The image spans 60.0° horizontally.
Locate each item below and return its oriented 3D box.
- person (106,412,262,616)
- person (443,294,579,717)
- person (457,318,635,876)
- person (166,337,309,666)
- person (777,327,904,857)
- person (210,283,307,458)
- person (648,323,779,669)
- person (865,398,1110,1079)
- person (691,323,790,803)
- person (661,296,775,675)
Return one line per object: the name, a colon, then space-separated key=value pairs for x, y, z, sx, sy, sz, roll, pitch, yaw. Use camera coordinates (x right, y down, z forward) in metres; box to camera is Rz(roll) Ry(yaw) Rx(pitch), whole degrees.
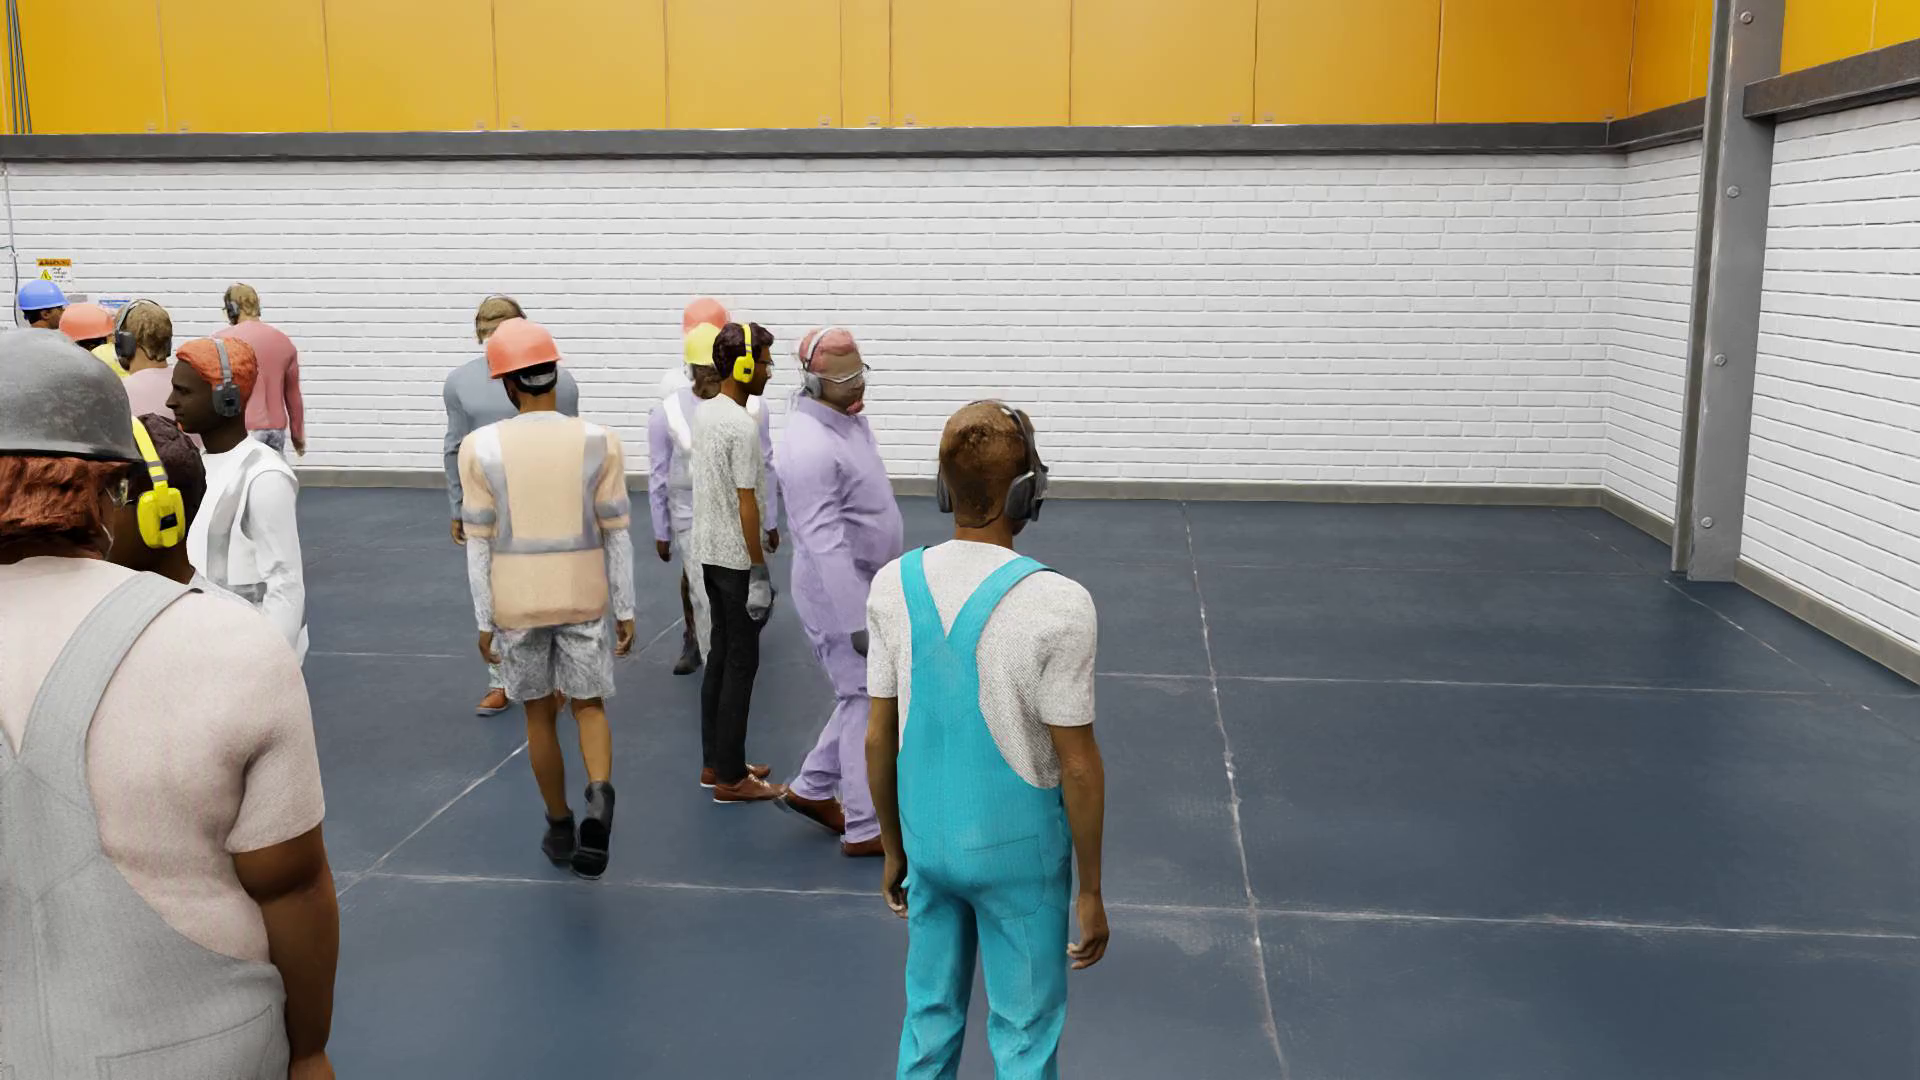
person: x=-1.344 y=0.702 z=2.924 sx=0.512 sy=1.861 sz=0.325 roll=9 pitch=13 yaw=42
person: x=-2.029 y=-0.148 z=7.585 sx=0.636 sy=1.931 sz=0.377 roll=1 pitch=10 yaw=7
person: x=-1.359 y=0.220 z=5.540 sx=0.552 sy=1.910 sz=0.684 roll=-3 pitch=10 yaw=-18
person: x=-2.076 y=0.359 z=4.807 sx=0.355 sy=1.883 sz=0.572 roll=-9 pitch=13 yaw=-42
person: x=-0.368 y=0.195 z=5.793 sx=0.489 sy=1.868 sz=0.674 roll=0 pitch=10 yaw=1
person: x=-4.463 y=-0.660 z=10.570 sx=0.561 sy=1.914 sz=0.835 roll=4 pitch=11 yaw=24
person: x=-1.160 y=-0.117 z=7.771 sx=0.594 sy=1.805 sz=0.726 roll=-5 pitch=11 yaw=-28
person: x=0.059 y=0.643 z=3.293 sx=0.513 sy=1.844 sz=0.335 roll=6 pitch=12 yaw=31
person: x=-0.854 y=0.095 z=6.415 sx=0.347 sy=1.857 sz=0.526 roll=-5 pitch=11 yaw=-28
person: x=-1.226 y=-0.304 z=8.577 sx=0.548 sy=1.911 sz=0.816 roll=2 pitch=10 yaw=13
